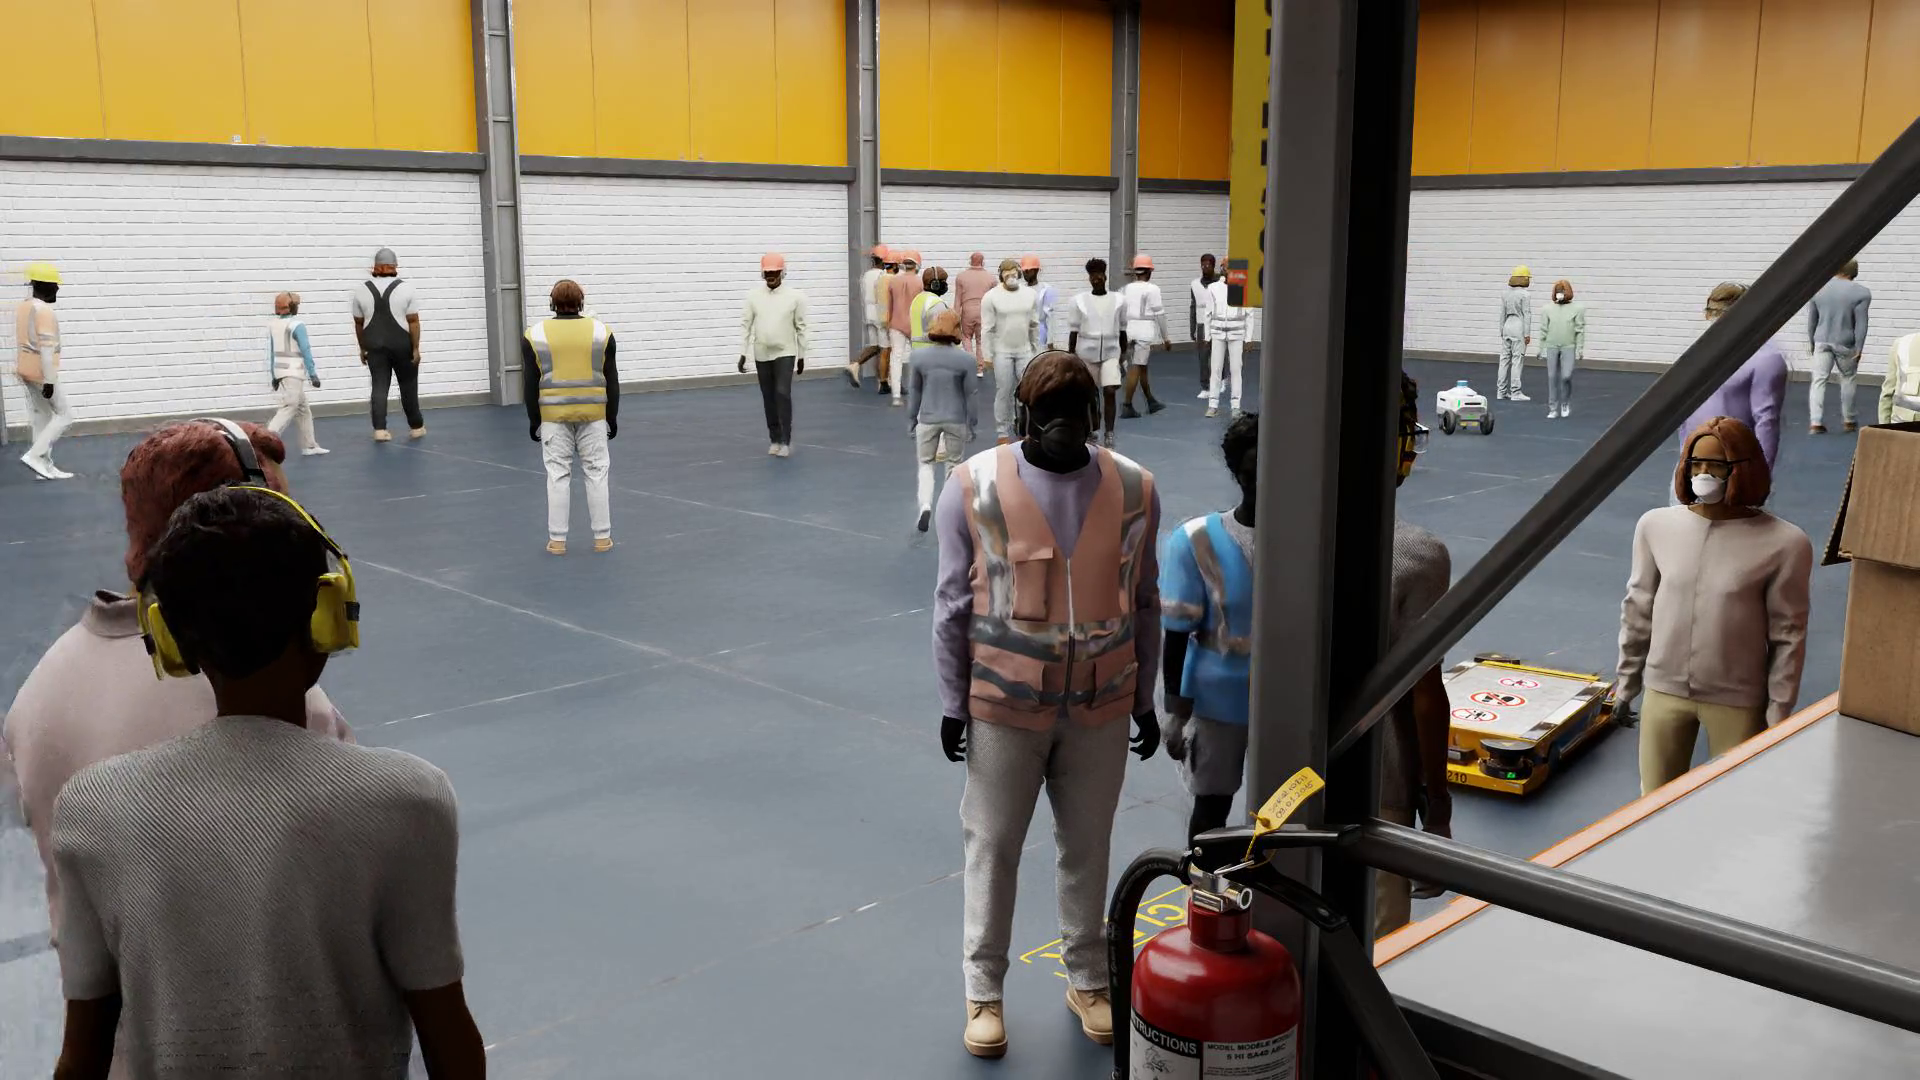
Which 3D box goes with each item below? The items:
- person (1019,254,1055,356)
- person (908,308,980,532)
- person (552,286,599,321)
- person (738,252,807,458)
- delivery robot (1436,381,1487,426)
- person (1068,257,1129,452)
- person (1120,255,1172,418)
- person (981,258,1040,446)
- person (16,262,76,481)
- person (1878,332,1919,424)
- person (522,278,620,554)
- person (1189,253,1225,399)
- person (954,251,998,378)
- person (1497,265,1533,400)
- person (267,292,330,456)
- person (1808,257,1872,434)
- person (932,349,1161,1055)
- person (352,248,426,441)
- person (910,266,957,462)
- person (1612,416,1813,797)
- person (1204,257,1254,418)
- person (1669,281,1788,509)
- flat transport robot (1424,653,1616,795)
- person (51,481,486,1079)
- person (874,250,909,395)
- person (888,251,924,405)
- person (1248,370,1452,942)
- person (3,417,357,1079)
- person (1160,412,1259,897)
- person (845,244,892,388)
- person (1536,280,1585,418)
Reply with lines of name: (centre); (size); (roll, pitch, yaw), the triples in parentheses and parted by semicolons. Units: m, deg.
person: (0.882, -2.395, 19.538); (0.556, 1.917, 0.601); (7, 13, 34)
person: (-0.121, -0.820, 11.742); (0.525, 1.620, 0.456); (2, 11, 9)
person: (-4.042, -1.878, 17.559); (0.517, 1.612, 0.539); (2, 11, 10)
person: (-1.823, -1.766, 15.982); (0.624, 1.963, 0.834); (2, 11, 8)
delivery robot: (5.432, -1.481, 18.019); (0.477, 0.478, 0.707); (-1, 10, -3)
person: (1.379, -1.867, 16.667); (0.623, 1.925, 0.907); (-1, 10, -3)
person: (2.209, -2.392, 19.571); (0.952, 1.889, 0.560); (-8, 13, -38)
person: (0.493, -1.873, 16.751); (0.659, 1.909, 0.549); (-4, 11, -19)
person: (-7.957, -1.453, 14.452); (0.584, 1.907, 0.453); (9, 13, 39)
person: (6.046, -0.672, 10.377); (0.590, 1.833, 0.404); (8, 13, 37)
person: (-2.601, -0.823, 11.171); (0.626, 1.846, 0.429); (-3, 11, -17)
person: (3.302, -2.806, 21.830); (0.612, 1.897, 0.485); (6, 12, 29)
person: (0.247, -3.380, 24.977); (0.678, 1.889, 0.444); (0, 10, 0)
person: (7.233, -2.687, 21.615); (0.319, 1.740, 0.492); (-5, 12, -25)
person: (-6.411, -1.556, 15.818); (0.518, 1.603, 0.815); (9, 13, 39)
person: (9.503, -2.104, 18.001); (0.643, 1.897, 0.917); (9, 14, 41)
person: (0.238, 0.427, 4.357); (0.619, 1.845, 0.430); (-2, 11, -11)
person: (-5.943, -2.059, 17.373); (0.698, 2.000, 0.843); (0, 10, -1)
person: (-0.237, -1.657, 15.724); (0.429, 1.843, 0.627); (-5, 11, -24)
person: (2.118, 0.461, 4.744); (0.505, 1.633, 0.279); (10, 14, 42)
person: (3.137, -2.366, 19.479); (0.573, 1.883, 0.356); (3, 11, 17)
person: (4.030, -0.393, 8.675); (0.855, 1.912, 0.632); (-5, 12, -26)
flat transport robot: (2.262, 0.737, 6.954); (0.652, 0.197, 1.431); (7, 13, 35)
person: (-0.837, 0.866, 1.967); (0.531, 1.842, 0.567); (1, 10, 7)
person: (-0.905, -2.905, 22.266); (0.357, 1.938, 0.542); (-10, 14, -42)
person: (-0.641, -2.689, 21.089); (0.634, 1.922, 1.055); (4, 11, 21)
person: (0.856, 0.550, 3.612); (0.329, 1.872, 0.510); (-9, 14, -42)
person: (-1.004, 0.768, 2.382); (0.663, 1.877, 0.560); (7, 12, 33)
person: (0.815, 0.452, 4.745); (0.533, 1.662, 0.813); (0, 10, -2)
person: (-1.165, -2.995, 22.566); (0.705, 2.019, 0.610); (-7, 13, -35)
person: (6.983, -2.213, 19.362); (0.522, 1.618, 0.378); (7, 12, 33)
